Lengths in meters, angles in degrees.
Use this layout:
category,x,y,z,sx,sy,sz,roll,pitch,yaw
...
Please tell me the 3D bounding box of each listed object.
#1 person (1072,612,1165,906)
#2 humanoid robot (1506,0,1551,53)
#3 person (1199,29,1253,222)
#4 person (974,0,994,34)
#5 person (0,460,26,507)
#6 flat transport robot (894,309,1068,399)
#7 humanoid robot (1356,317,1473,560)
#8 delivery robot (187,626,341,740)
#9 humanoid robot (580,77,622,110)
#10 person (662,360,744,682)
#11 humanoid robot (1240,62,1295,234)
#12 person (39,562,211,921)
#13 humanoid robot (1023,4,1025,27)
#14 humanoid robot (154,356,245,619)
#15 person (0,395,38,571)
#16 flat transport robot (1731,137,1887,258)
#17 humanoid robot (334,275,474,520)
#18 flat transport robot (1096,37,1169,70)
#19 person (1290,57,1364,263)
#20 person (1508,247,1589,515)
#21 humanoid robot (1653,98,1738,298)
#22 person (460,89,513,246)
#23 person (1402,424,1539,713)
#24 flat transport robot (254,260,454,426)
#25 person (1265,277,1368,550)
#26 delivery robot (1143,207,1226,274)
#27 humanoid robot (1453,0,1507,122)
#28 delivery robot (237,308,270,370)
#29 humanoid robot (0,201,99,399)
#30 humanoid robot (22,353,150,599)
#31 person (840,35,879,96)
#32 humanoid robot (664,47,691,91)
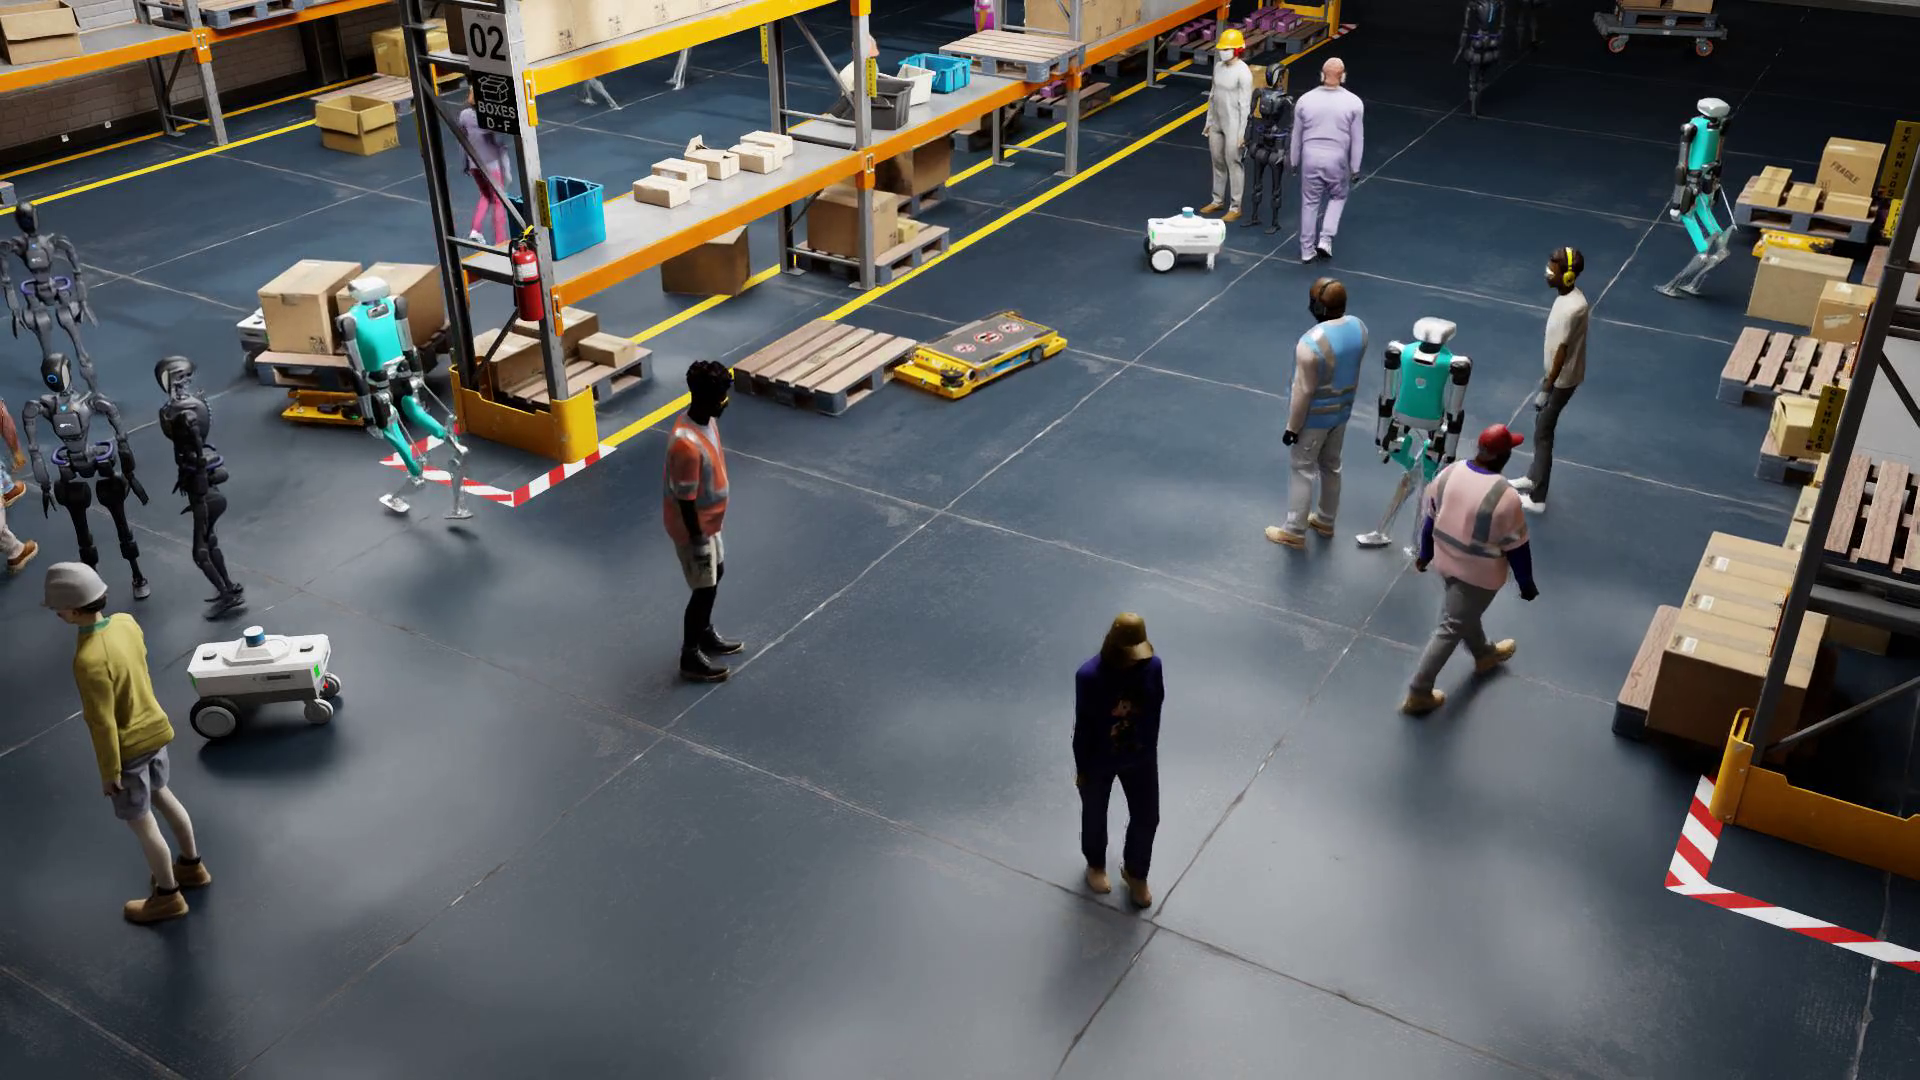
category,x,y,z,sx,sy,sz,roll,pitch,yaw
person,0.738,1.033,7.751,0.446,1.602,0.518,-5,30,-9
humanoid robot,7.853,-7.548,22.869,0.615,1.647,0.372,0,29,-1
person,2.662,-4.154,16.648,0.379,1.888,0.562,-18,34,-28
person,0.318,-6.351,20.575,0.338,1.845,0.509,11,31,18
person,-6.840,-1.119,11.180,0.610,1.985,0.390,-5,30,-10
flat transport robot,0.185,-1.539,13.663,0.659,0.231,1.431,24,37,36
humanoid robot,2.936,-0.663,10.612,0.592,1.759,0.753,15,33,25
delivery robot,-3.917,0.770,9.309,0.811,0.613,0.499,-4,30,-8
humanoid robot,-4.521,-6.126,20.312,0.845,1.775,0.531,0,29,0
person,-1.445,-0.118,9.445,0.455,1.943,0.631,1,29,1
humanoid robot,3.038,-3.840,16.289,0.315,1.657,0.599,-24,37,-36
person,-3.828,0.928,7.669,0.414,1.882,0.483,0,29,0
humanoid robot,1.068,-7.599,22.923,0.539,1.832,0.664,21,35,32
humanoid robot,-4.647,-0.347,10.111,0.360,1.649,0.585,-20,35,-31
person,-6.117,-0.529,10.172,0.625,1.955,0.952,-1,30,-2
flat transport robot,8.218,-3.004,16.256,0.659,0.231,1.431,16,33,27
humanoid robot,-3.584,-0.839,10.973,1.015,1.761,0.533,18,34,29
flat transport robot,2.306,-6.704,22.802,0.659,0.231,1.431,17,34,27
person,3.411,-3.520,15.512,0.694,1.896,0.427,13,32,21
person,3.996,-1.078,11.247,0.401,1.856,0.570,5,30,9
humanoid robot,6.603,-2.949,14.630,0.533,1.768,0.675,-15,33,-25
person,-4.509,-3.530,15.812,0.529,1.617,0.389,13,32,21
person,2.887,0.140,9.243,0.937,1.701,0.614,-14,32,-24
flat transport robot,-4.745,-1.295,13.232,0.659,0.231,1.431,4,30,7
person,2.319,-0.815,10.794,0.642,1.837,0.430,-24,37,-36
delivery robot,2.089,-2.816,15.650,0.784,0.612,0.523,0,29,0
humanoid robot,6.236,-5.906,19.974,0.594,1.639,0.559,-6,30,-11
delivery robot,-5.606,-1.749,13.739,0.499,0.589,0.790,8,30,13
humanoid robot,-6.918,-1.768,12.649,0.589,1.660,0.383,-14,32,-23
humanoid robot,-5.311,-0.372,10.154,0.599,1.657,0.315,-8,30,-14
person,-0.980,-4.335,17.118,0.389,1.731,0.584,18,34,29
humanoid robot,-3.681,-6.687,21.260,0.771,1.742,0.566,-26,38,-38
